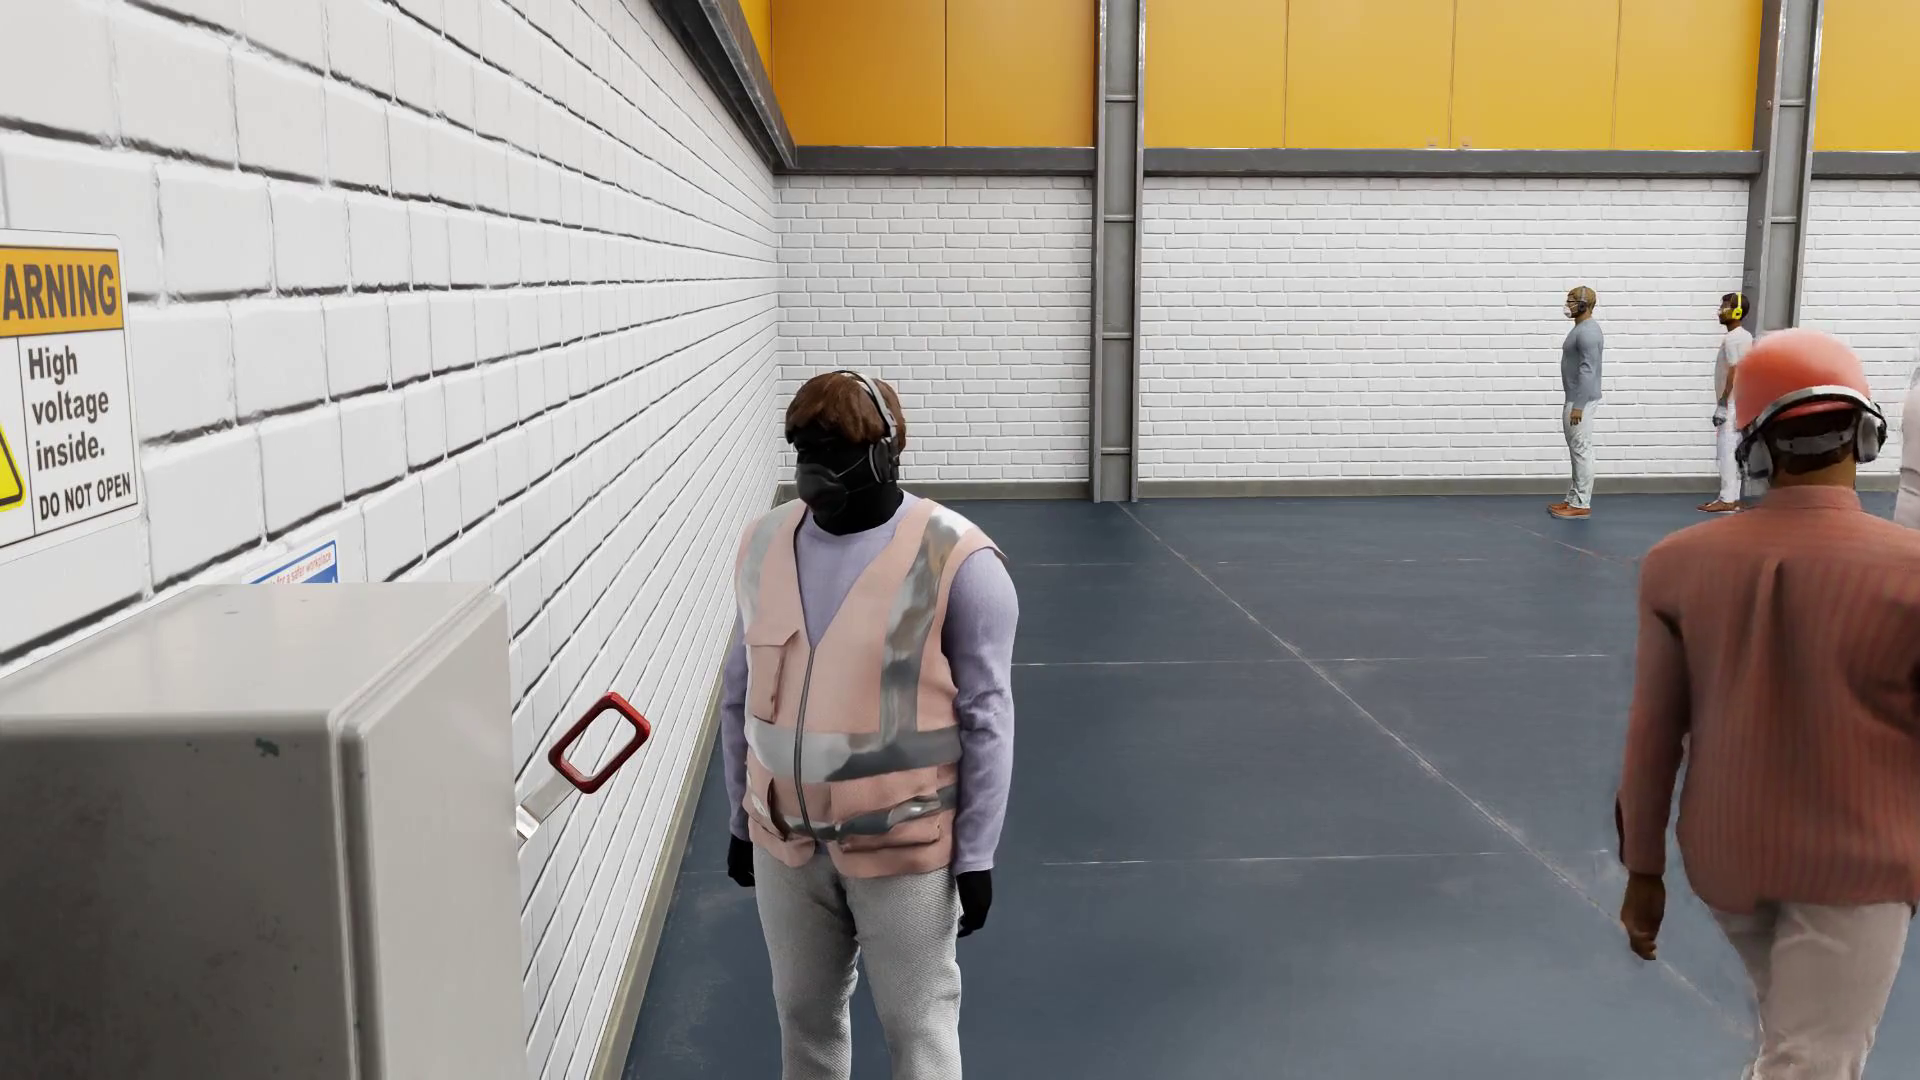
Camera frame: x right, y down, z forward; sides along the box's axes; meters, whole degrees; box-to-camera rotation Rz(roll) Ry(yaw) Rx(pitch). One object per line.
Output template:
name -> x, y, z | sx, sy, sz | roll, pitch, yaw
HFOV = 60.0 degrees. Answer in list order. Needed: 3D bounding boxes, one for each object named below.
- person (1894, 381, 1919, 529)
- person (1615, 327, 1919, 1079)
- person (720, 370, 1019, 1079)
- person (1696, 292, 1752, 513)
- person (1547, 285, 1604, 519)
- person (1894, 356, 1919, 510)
person -> 4.202, -0.030, 7.030 | 0.420, 1.886, 0.638 | 1, 9, 8
person -> 1.494, 0.589, 3.005 | 1.043, 1.939, 0.633 | -6, 11, -34
person -> -0.211, 0.587, 3.298 | 0.633, 1.841, 0.429 | 5, 10, 26
person -> 6.551, -1.167, 14.202 | 0.318, 1.876, 0.531 | 7, 11, 37
person -> 5.146, -1.142, 13.850 | 0.372, 1.940, 0.627 | 3, 9, 16
person -> 8.406, -1.167, 14.180 | 0.761, 1.880, 0.548 | -1, 9, -4
